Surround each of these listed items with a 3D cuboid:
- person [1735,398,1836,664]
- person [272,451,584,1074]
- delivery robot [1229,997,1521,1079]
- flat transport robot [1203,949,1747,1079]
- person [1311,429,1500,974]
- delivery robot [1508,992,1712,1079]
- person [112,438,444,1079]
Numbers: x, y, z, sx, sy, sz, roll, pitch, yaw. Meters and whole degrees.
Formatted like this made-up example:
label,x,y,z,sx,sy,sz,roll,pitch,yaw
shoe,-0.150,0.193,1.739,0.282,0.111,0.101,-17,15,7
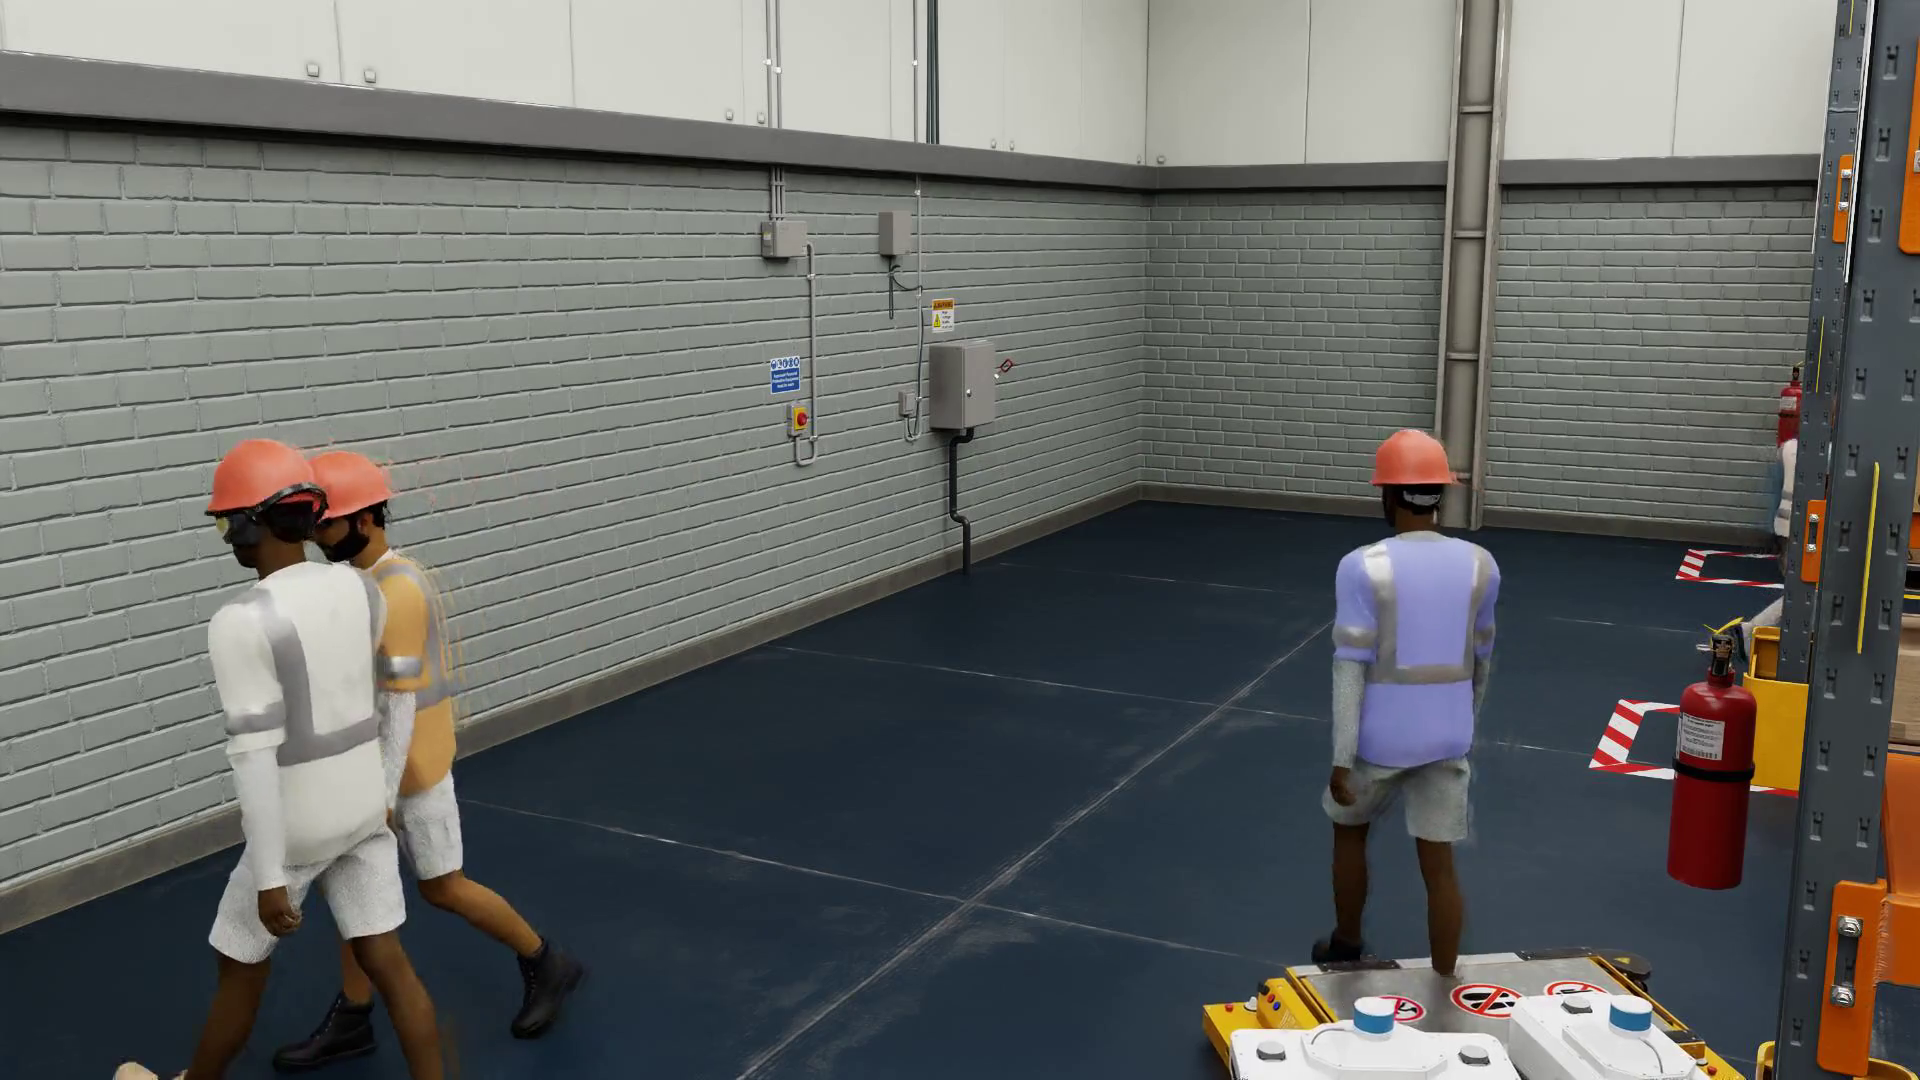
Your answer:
label,x,y,z,sx,sy,sz,roll,pitch,yaw
person,4.821,-0.033,9.597,0.661,1.613,0.511,-2,11,-9
person,-1.659,0.658,5.061,0.865,1.898,0.589,-6,12,-31
delivery robot,1.056,1.423,4.285,0.707,0.478,0.477,0,10,3
flat transport robot,1.514,1.481,4.996,1.431,0.197,0.652,-1,11,-8
person,1.398,0.596,5.347,0.572,1.908,0.783,-2,11,-11
delivery robot,1.718,1.421,4.295,0.477,0.478,0.707,-2,10,-8
person,-1.817,0.726,4.430,1.045,1.977,0.629,4,11,19
